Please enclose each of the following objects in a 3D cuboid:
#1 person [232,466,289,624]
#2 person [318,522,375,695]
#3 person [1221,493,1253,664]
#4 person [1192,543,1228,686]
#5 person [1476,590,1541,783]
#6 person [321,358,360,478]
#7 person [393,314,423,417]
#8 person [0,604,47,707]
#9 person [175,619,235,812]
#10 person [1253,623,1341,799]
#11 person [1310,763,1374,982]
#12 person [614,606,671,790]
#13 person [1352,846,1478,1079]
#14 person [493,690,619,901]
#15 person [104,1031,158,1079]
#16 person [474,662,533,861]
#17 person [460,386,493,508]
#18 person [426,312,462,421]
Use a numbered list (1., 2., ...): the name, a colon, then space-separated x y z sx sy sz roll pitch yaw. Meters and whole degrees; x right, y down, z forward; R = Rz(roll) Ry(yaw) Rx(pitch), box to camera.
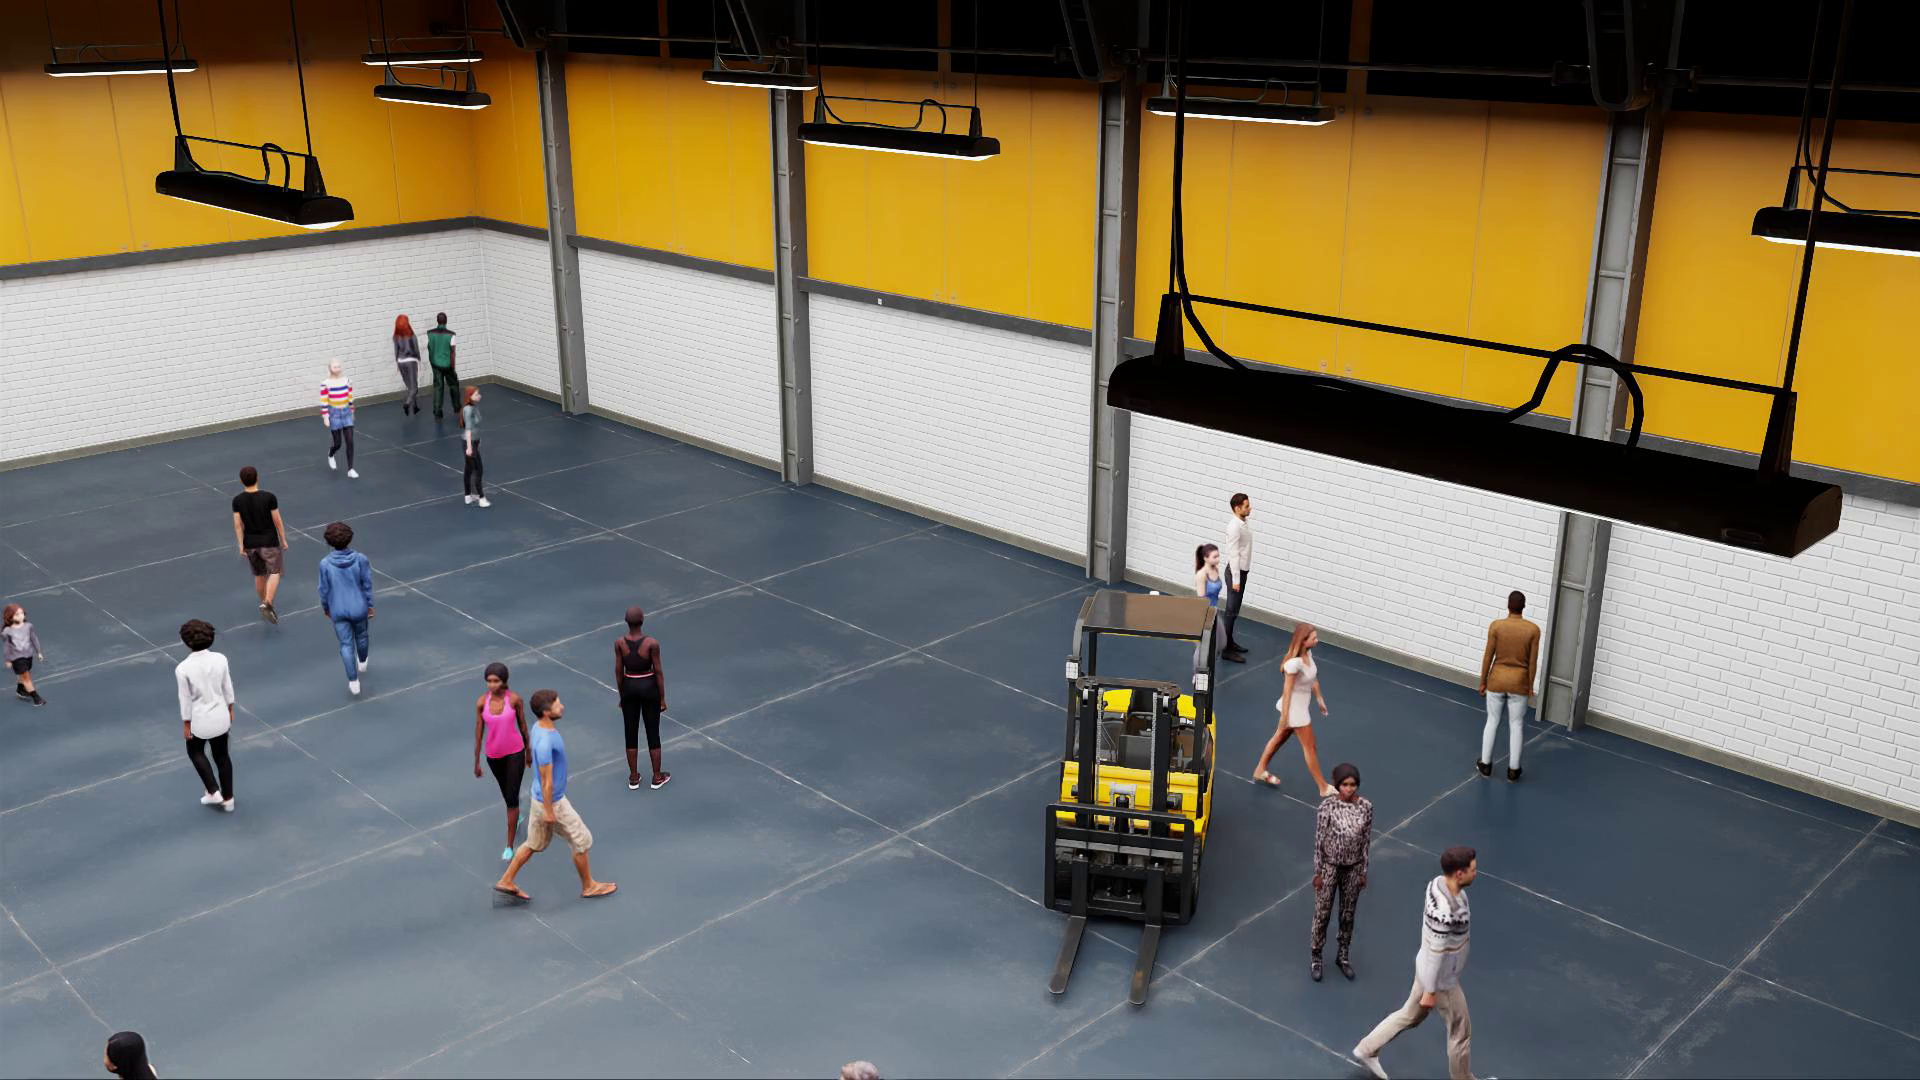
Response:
1. person: -8.045 0.072 19.120 1.020 1.845 1.138 -3 19 -9
2. person: -6.344 0.738 17.265 0.982 1.766 1.243 -7 20 -21
3. person: 3.010 0.387 18.145 0.713 1.871 0.730 5 19 16
4. person: 2.521 0.792 17.367 0.584 1.598 0.566 16 24 39
5. person: 5.082 1.341 15.405 0.649 1.810 0.779 7 20 20
6. person: -9.310 -1.839 24.876 0.684 1.793 1.021 -17 25 -40
7. person: -9.355 -2.913 28.119 1.030 1.758 1.050 1 19 4
8. person: -9.668 1.165 17.075 0.840 1.078 0.616 10 21 27
9. person: -6.616 1.584 14.705 0.604 1.798 0.648 17 25 40
10. person: 2.970 1.528 15.109 1.195 1.646 0.818 10 21 26
11. person: 2.809 2.439 12.294 0.681 1.714 0.737 -1 19 -2
12. person: -2.935 1.431 15.219 0.667 1.758 0.734 1 19 2
13. person: 3.051 2.828 10.932 1.305 1.848 1.129 3 19 9
14. person: -3.346 2.066 13.210 1.061 1.838 1.223 -6 20 -18
15. person: -4.470 3.471 9.138 0.862 1.774 0.789 -3 19 -9
16. person: -3.869 1.821 14.204 1.075 1.668 1.156 0 19 -1
17. person: -6.897 -1.328 23.462 0.881 1.727 0.817 -4 19 -10
18. person: -8.726 -2.877 27.959 1.197 1.792 1.283 0 19 -1
